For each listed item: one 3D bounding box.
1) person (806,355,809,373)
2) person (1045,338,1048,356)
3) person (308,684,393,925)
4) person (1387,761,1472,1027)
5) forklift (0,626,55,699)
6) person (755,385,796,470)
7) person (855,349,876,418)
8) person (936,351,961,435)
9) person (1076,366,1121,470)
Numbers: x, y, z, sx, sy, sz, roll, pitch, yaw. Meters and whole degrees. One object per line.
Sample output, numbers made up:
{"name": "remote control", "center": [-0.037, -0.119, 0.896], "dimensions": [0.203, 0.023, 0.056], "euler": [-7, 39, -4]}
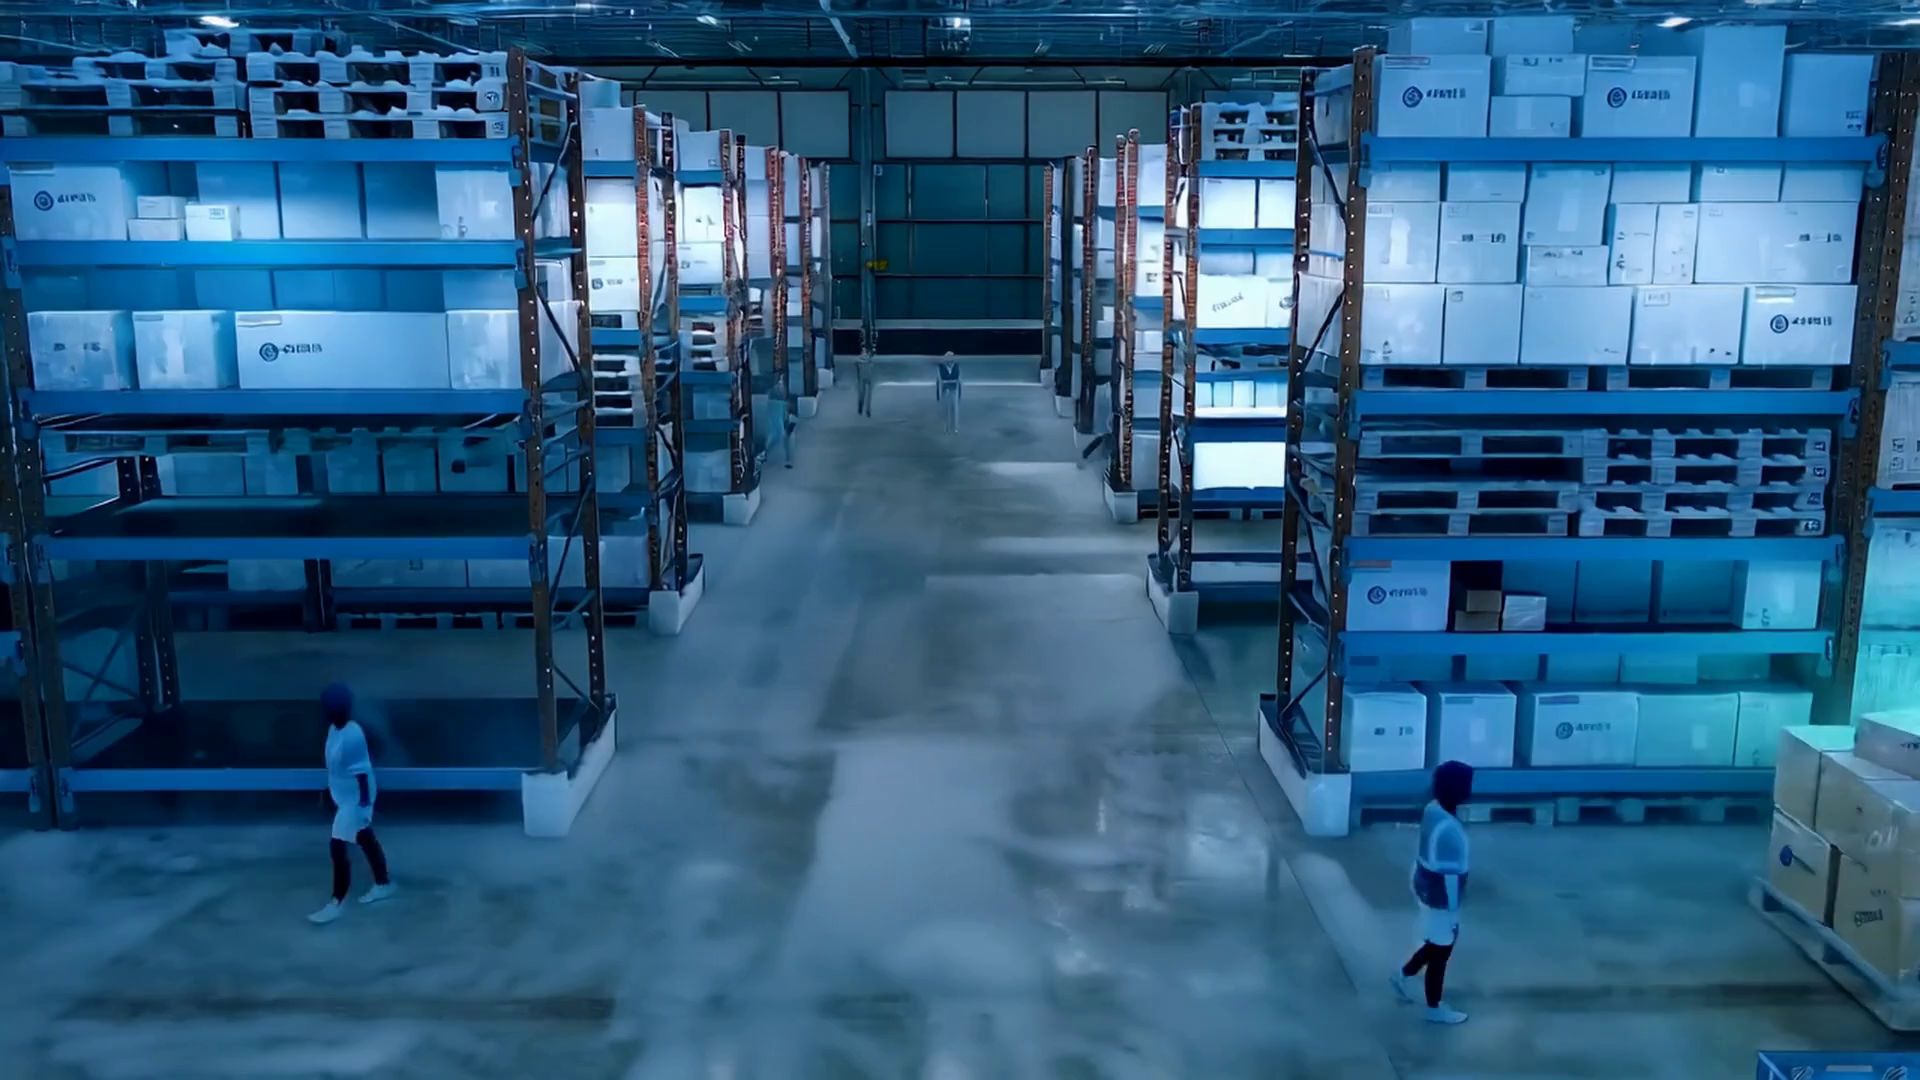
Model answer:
{"name": "person", "center": [-4.027, -4.341, 41.611], "dimensions": [0.597, 1.918, 0.383], "euler": [3, 12, 15]}
{"name": "person", "center": [2.714, -5.645, 48.336], "dimensions": [0.448, 1.818, 0.623], "euler": [-3, 12, -14]}
{"name": "person", "center": [-4.354, 1.829, 11.645], "dimensions": [0.740, 1.663, 0.551], "euler": [-8, 14, -34]}
{"name": "person", "center": [2.901, 2.138, 10.060], "dimensions": [0.396, 1.684, 0.553], "euler": [1, 11, 4]}
{"name": "forklift", "center": [-10.387, 0.193, 16.744], "dimensions": [1.873, 2.768, 1.129], "euler": [0, 11, -1]}
{"name": "person", "center": [-3.502, -2.116, 31.360], "dimensions": [0.782, 1.605, 0.502], "euler": [-9, 14, -37]}
{"name": "person", "center": [-2.234, -3.706, 39.191], "dimensions": [0.499, 1.621, 0.535], "euler": [-3, 12, -16]}
{"name": "person", "center": [-0.227, -3.182, 36.102], "dimensions": [0.562, 1.819, 0.723], "euler": [-2, 12, -11]}
{"name": "person", "center": [2.706, -2.312, 31.415], "dimensions": [1.047, 1.988, 0.645], "euler": [-1, 11, -4]}
